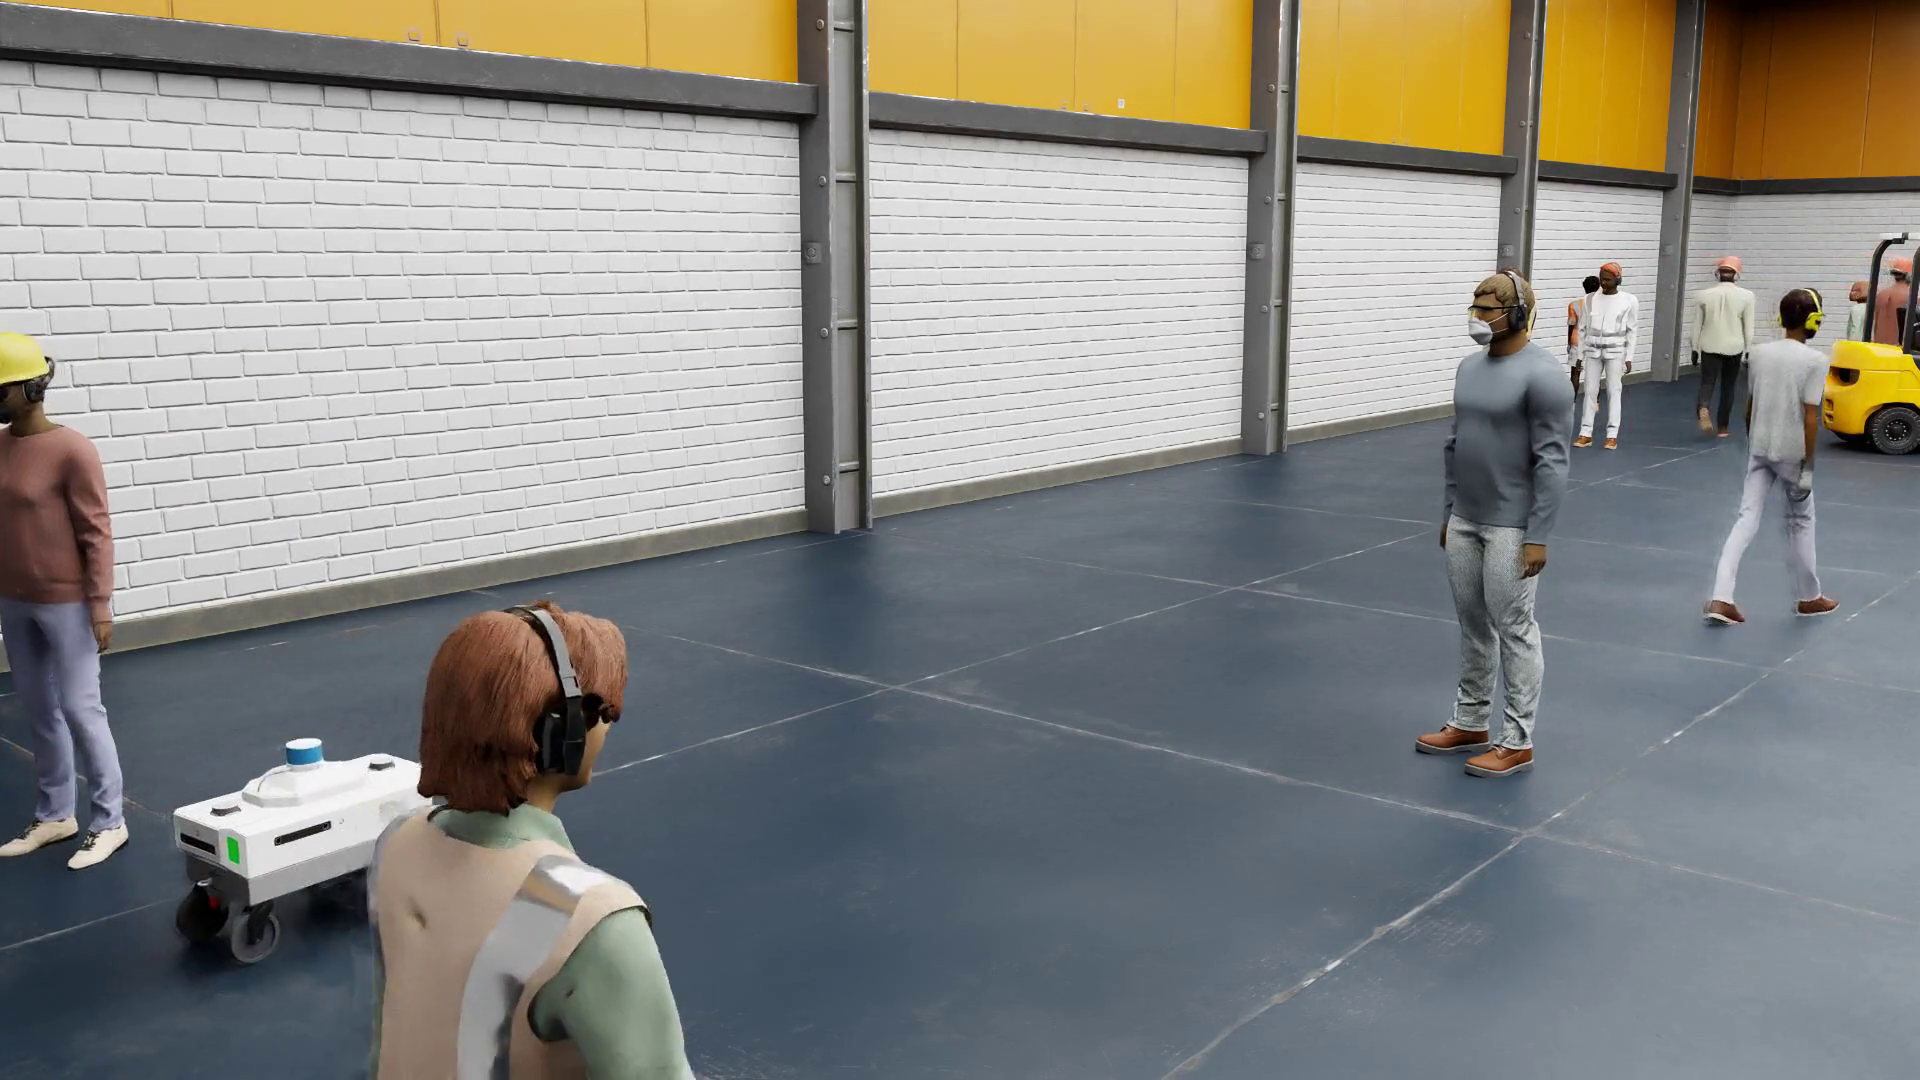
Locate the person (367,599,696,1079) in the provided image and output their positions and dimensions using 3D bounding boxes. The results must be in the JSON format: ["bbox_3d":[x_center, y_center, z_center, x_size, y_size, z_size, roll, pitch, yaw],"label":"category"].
[{"bbox_3d":[-0.458,0.877,2.046,0.722,1.612,0.537,-9,13,-40],"label":"person"}]

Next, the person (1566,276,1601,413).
[{"bbox_3d":[7.752,-2.408,20.527,0.527,1.690,0.321,2,10,13],"label":"person"}]

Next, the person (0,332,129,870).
[{"bbox_3d":[-3.022,0.203,5.449,0.575,1.760,0.350,4,11,21],"label":"person"}]

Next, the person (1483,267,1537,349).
[{"bbox_3d":[5.299,-1.720,16.162,0.621,1.845,0.429,-9,13,-40],"label":"person"}]

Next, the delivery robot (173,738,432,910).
[{"bbox_3d":[-1.953,0.840,4.985,0.477,0.478,0.707,7,12,36],"label":"delivery robot"}]

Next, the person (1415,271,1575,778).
[{"bbox_3d":[2.071,-0.061,6.443,0.362,1.939,0.636,-3,11,-19],"label":"person"}]

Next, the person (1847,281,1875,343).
[{"bbox_3d":[10.757,-2.279,19.936,0.509,1.632,0.267,-8,13,-38],"label":"person"}]

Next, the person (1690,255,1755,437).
[{"bbox_3d":[8.098,-2.044,17.707,0.627,1.958,0.784,6,11,30],"label":"person"}]

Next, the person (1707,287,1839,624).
[{"bbox_3d":[4.422,-0.445,9.002,0.978,1.824,0.539,-6,11,-29],"label":"person"}]

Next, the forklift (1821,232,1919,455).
[{"bbox_3d":[9.955,-1.972,16.595,2.313,2.155,1.214,1,10,8],"label":"forklift"}]

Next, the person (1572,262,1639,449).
[{"bbox_3d":[6.528,-1.861,16.839,0.573,1.887,0.354,8,13,37],"label":"person"}]

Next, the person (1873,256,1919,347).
[{"bbox_3d":[10.009,-2.058,17.818,1.010,1.945,0.631,-2,10,-12],"label":"person"}]
